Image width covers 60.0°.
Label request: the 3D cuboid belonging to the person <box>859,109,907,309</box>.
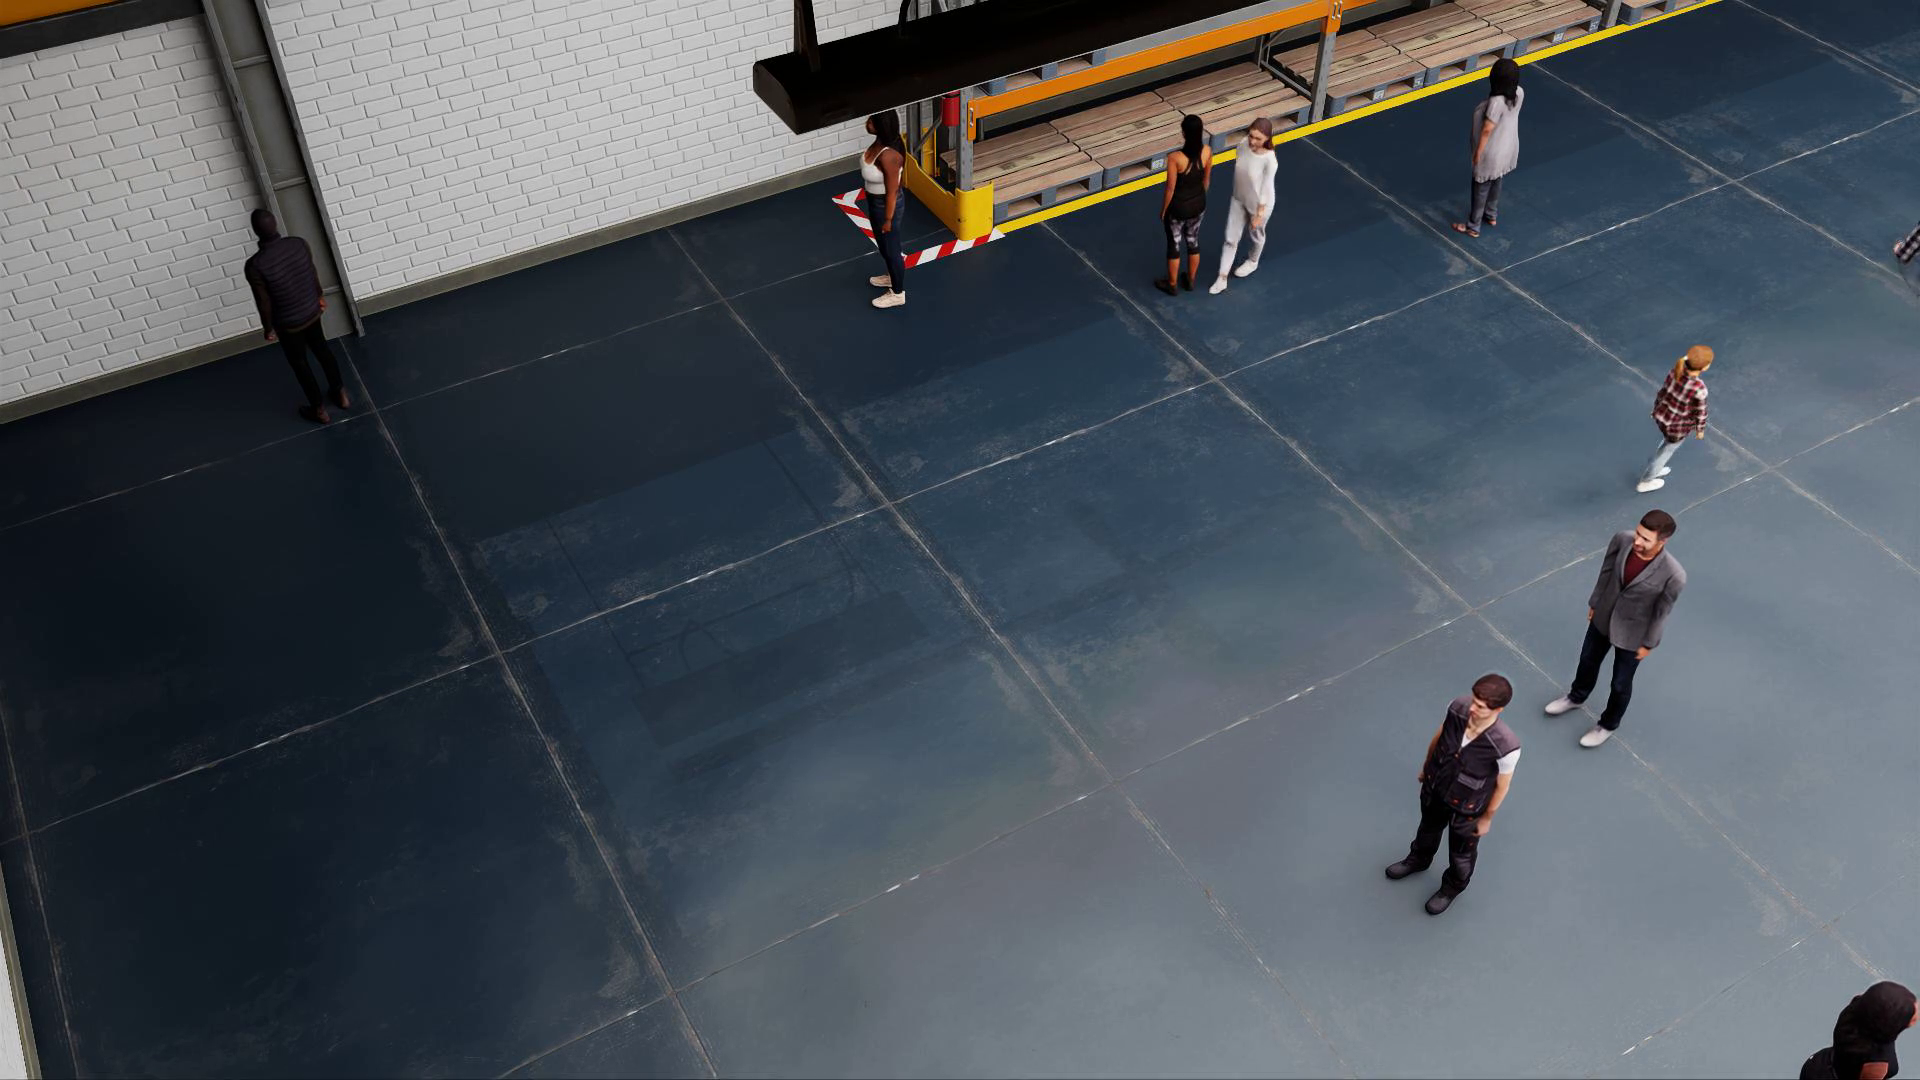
[{"bbox_3d":[-0.595,-2.753,13.653,0.743,1.809,0.738,-4,44,-4],"label":"person"}]

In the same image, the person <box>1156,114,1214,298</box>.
[{"bbox_3d":[1.868,-2.784,13.788,0.459,1.667,0.656,-18,47,-18],"label":"person"}]

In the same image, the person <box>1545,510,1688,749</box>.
[{"bbox_3d":[4.060,0.517,10.177,0.597,1.870,0.678,-25,49,-24],"label":"person"}]

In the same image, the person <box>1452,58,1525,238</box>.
[{"bbox_3d":[4.668,-3.434,14.516,0.771,1.603,0.688,34,53,30],"label":"person"}]

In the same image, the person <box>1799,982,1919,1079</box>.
[{"bbox_3d":[4.212,2.657,8.024,0.714,1.741,0.669,7,44,8],"label":"person"}]

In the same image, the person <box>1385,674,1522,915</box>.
[{"bbox_3d":[2.794,1.394,9.272,0.585,1.848,0.660,-25,49,-24],"label":"person"}]

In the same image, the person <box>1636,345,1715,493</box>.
[{"bbox_3d":[5.131,-0.854,12.032,0.652,1.295,0.595,-11,45,-12],"label":"person"}]

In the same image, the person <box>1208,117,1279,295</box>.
[{"bbox_3d":[2.461,-2.857,13.884,1.006,1.642,0.781,-32,52,-29],"label":"person"}]

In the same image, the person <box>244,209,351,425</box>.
[{"bbox_3d":[-5.008,-1.691,12.519,0.838,1.836,0.667,26,49,25],"label":"person"}]
